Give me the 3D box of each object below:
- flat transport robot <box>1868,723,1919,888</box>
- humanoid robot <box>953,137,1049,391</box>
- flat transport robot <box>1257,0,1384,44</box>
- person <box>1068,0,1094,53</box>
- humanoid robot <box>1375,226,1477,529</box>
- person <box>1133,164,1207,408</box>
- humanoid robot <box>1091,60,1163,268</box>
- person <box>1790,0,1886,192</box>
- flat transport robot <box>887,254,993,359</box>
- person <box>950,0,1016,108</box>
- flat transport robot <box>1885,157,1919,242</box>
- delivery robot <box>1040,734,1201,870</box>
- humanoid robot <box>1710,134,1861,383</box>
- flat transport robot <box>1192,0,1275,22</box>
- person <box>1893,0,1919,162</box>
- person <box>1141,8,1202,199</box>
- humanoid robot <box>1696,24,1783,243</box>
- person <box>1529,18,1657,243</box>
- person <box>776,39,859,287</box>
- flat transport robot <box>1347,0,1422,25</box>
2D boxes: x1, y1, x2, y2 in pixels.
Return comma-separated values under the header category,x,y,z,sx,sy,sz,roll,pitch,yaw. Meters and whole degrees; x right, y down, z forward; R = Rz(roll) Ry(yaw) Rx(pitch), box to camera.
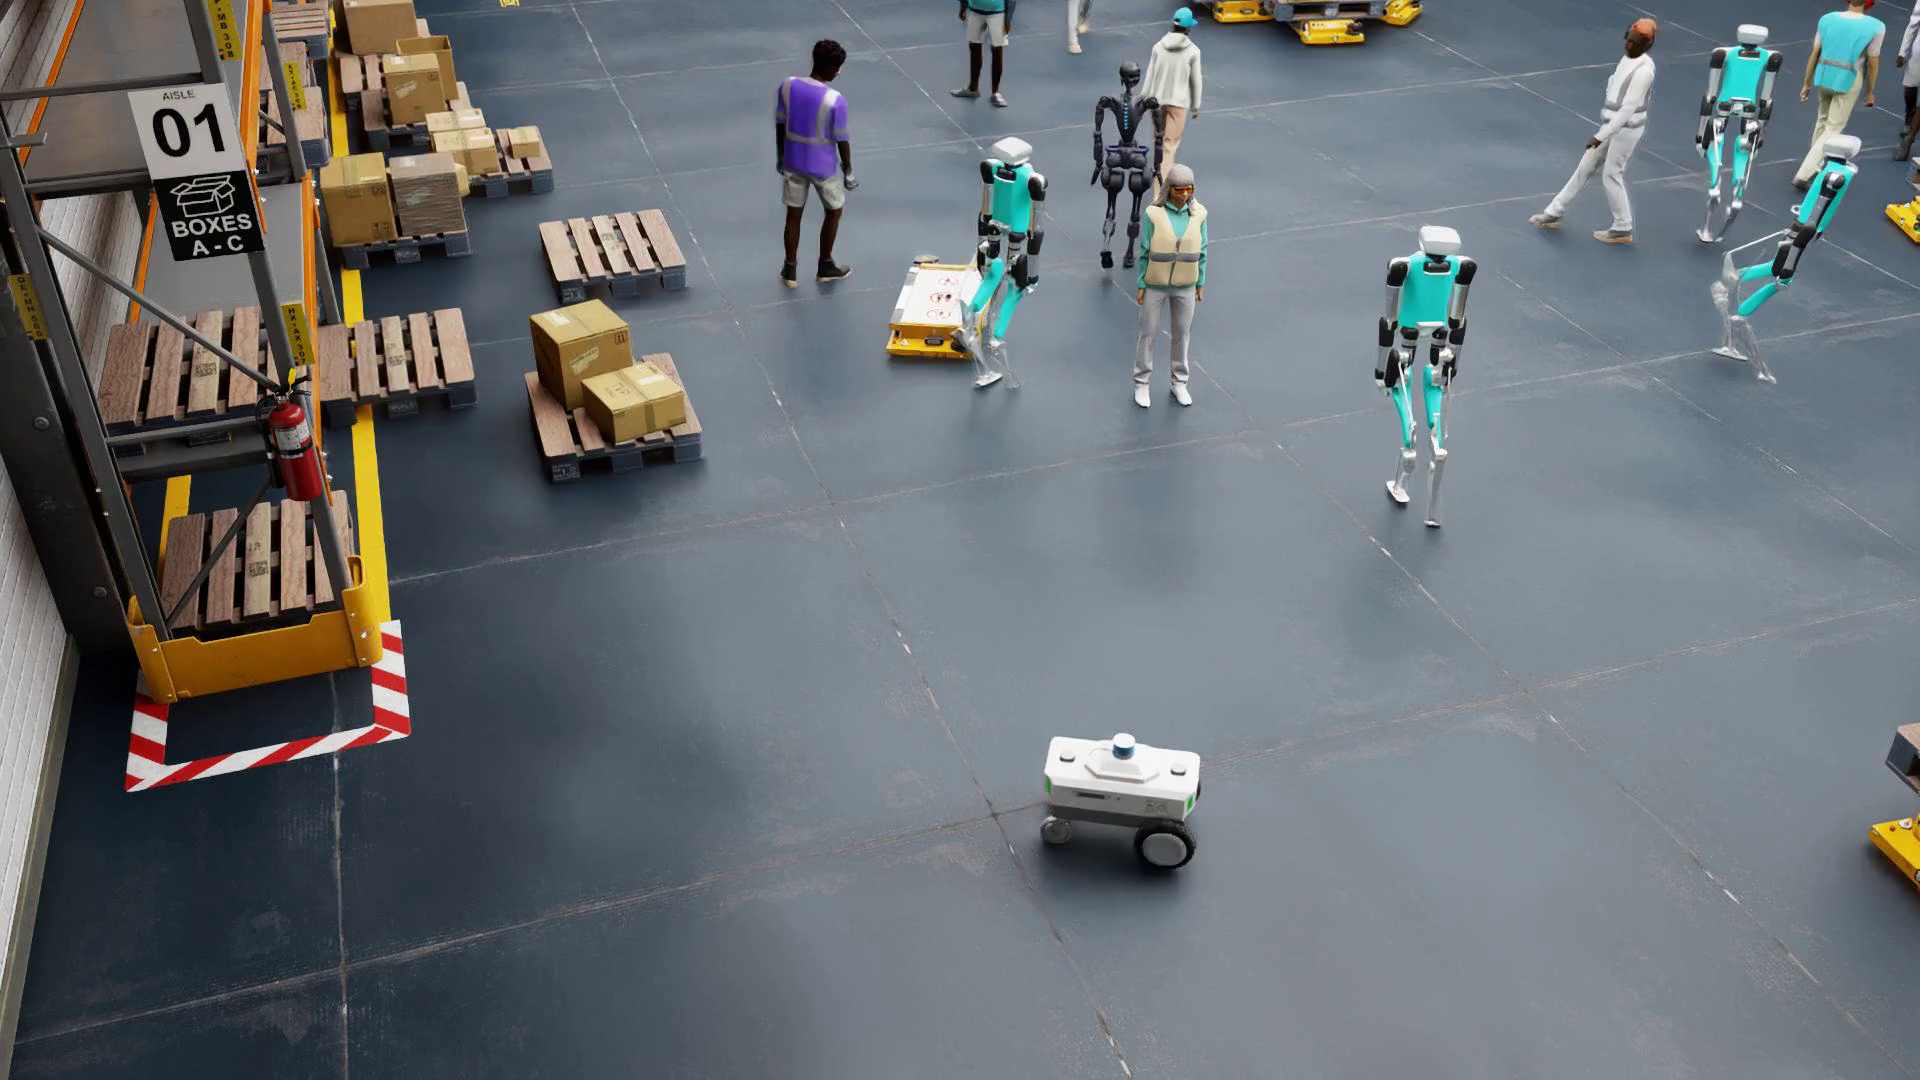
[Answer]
category,x,y,z,sx,sy,sz,roll,pitch,yaw
flat transport robot,5.053,1.418,7.684,1.431,0.231,0.659,-8,34,-12
humanoid robot,0.205,-1.780,11.244,0.539,1.799,0.679,27,41,34
flat transport robot,4.070,-5.967,19.010,0.659,0.231,1.431,-4,33,-6
person,1.332,-6.350,18.186,0.444,1.800,0.916,-4,33,-6
humanoid robot,2.802,-0.869,9.945,0.543,1.887,0.805,-4,33,-6
person,1.405,-1.708,11.164,0.464,1.706,0.367,-4,33,-6
humanoid robot,1.306,-2.899,13.013,0.588,1.637,0.494,7,34,10
person,7.659,-3.956,14.525,0.824,1.820,0.574,-21,38,-28
flat transport robot,-0.119,-1.766,12.567,0.659,0.231,1.431,4,33,6
person,0.207,-5.238,16.410,0.745,1.895,0.438,12,35,18
flat transport robot,8.656,-2.683,13.973,1.431,0.231,0.659,2,33,3
delivery robot,0.758,1.160,7.795,0.750,0.570,0.499,6,34,9
humanoid robot,5.590,-1.972,11.551,0.799,1.782,0.551,17,37,24
flat transport robot,3.195,-6.417,19.700,0.659,0.231,1.431,-6,34,-8
person,8.959,-4.509,15.279,0.550,1.907,0.844,22,39,30
person,1.811,-3.751,14.361,0.504,1.617,0.893,15,36,21
humanoid robot,6.202,-3.154,13.375,0.543,1.784,0.826,8,34,12
person,5.226,-3.305,13.483,0.807,1.830,0.584,2,33,3
person,-1.144,-2.868,12.748,0.672,1.925,0.460,15,36,22
flat transport robot,4.632,-6.306,19.530,1.431,0.231,0.659,17,37,24
